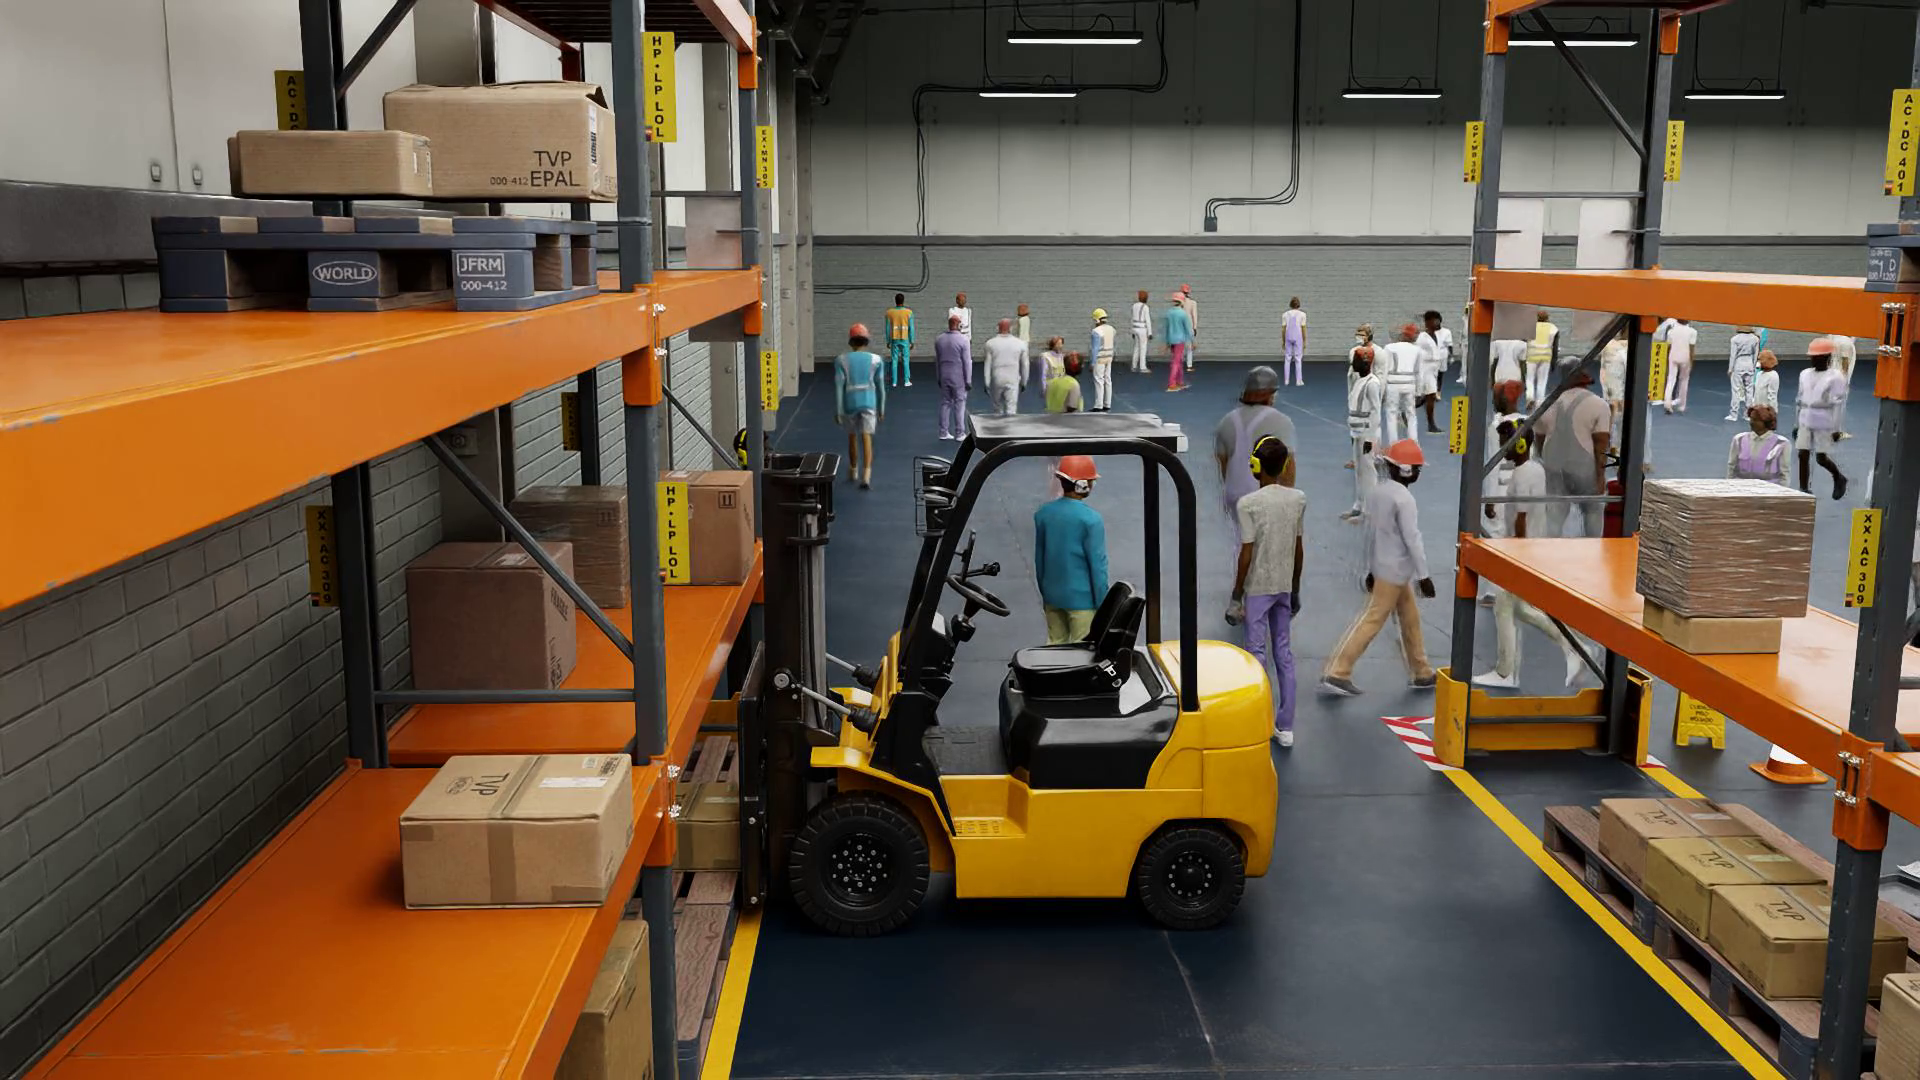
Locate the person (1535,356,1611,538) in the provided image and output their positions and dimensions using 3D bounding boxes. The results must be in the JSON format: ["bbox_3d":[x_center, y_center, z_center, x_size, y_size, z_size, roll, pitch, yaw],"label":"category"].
[{"bbox_3d":[5.508,-0.663,14.754,0.940,2.000,0.717,-9,14,-41],"label":"person"}]

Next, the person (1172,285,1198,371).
[{"bbox_3d":[5.207,-4.921,38.602,0.617,1.994,0.381,4,11,19],"label":"person"}]

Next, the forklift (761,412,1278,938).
[{"bbox_3d":[0.291,0.548,7.580,2.313,2.155,1.214,0,10,-2],"label":"forklift"}]

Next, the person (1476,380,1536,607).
[{"bbox_3d":[4.479,-0.377,13.630,0.597,1.874,0.362,-8,13,-36],"label":"person"}]

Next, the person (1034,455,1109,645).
[{"bbox_3d":[0.692,0.331,10.017,0.330,1.751,0.564,-9,13,-41],"label":"person"}]

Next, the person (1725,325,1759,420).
[{"bbox_3d":[13.115,-2.874,27.897,0.493,1.743,0.301,-1,10,-5],"label":"person"}]

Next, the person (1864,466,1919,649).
[{"bbox_3d":[6.184,0.101,10.866,0.620,1.909,0.464,6,12,30],"label":"person"}]

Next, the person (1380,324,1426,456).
[{"bbox_3d":[6.149,-2.059,23.053,0.652,1.861,0.405,-1,10,-4],"label":"person"}]

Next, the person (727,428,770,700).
[{"bbox_3d":[-1.264,0.233,10.240,0.329,1.873,0.512,4,11,22],"label":"person"}]

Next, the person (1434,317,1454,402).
[{"bbox_3d":[8.930,-3.390,31.061,0.583,1.620,0.887,2,10,10],"label":"person"}]

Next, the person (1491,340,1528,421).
[{"bbox_3d":[8.284,-2.414,25.084,0.533,1.830,0.456,7,12,35],"label":"person"}]

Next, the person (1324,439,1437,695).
[{"bbox_3d":[2.848,0.184,10.981,0.907,1.707,0.572,0,10,2],"label":"person"}]

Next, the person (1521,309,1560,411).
[{"bbox_3d":[10.184,-3.152,29.259,0.644,1.816,0.481,2,10,13],"label":"person"}]

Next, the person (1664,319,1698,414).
[{"bbox_3d":[12.513,-3.088,28.962,0.521,1.804,0.940,8,13,37],"label":"person"}]

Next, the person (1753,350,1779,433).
[{"bbox_3d":[10.229,-1.604,21.161,0.289,1.626,0.498,0,10,1],"label":"person"}]

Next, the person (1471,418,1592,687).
[{"bbox_3d":[3.823,0.108,11.044,0.695,1.840,0.595,5,11,27],"label":"person"}]

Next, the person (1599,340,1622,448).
[{"bbox_3d":[9.509,-2.296,24.191,0.388,1.924,0.549,5,11,26],"label":"person"}]

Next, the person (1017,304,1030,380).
[{"bbox_3d":[1.369,-4.287,36.072,0.276,1.630,0.507,4,11,20],"label":"person"}]

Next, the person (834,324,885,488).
[{"bbox_3d":[-1.224,-1.643,20.352,0.622,1.996,1.064,-1,10,-8],"label":"person"}]

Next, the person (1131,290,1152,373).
[{"bbox_3d":[4.145,-4.767,38.061,0.352,1.882,0.589,-5,11,-27],"label":"person"}]

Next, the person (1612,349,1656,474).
[{"bbox_3d":[8.745,-1.814,21.503,0.600,1.914,0.782,-1,10,-3],"label":"person"}]

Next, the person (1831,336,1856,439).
[{"bbox_3d":[13.437,-2.455,25.282,0.332,1.844,0.516,3,11,19],"label":"person"}]

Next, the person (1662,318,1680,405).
[{"bbox_3d":[13.146,-3.445,30.590,0.593,1.920,0.391,-9,13,-40],"label":"person"}]

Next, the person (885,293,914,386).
[{"bbox_3d":[-1.248,-4.148,34.508,0.591,1.919,0.392,1,10,5],"label":"person"}]

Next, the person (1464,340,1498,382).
[{"bbox_3d":[10.665,-3.850,33.704,0.746,1.615,0.520,10,14,44],"label":"person"}]

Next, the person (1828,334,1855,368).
[{"bbox_3d":[18.143,-4.025,34.260,0.523,1.765,0.316,1,10,7],"label":"person"}]

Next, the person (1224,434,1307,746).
[{"bbox_3d":[1.790,0.314,9.781,0.521,1.874,0.327,-6,12,-28],"label":"person"}]

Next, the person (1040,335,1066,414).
[{"bbox_3d":[1.342,-2.209,24.521,0.531,1.620,0.462,-8,13,-37],"label":"person"}]

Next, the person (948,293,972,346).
[{"bbox_3d":[0.004,-4.337,35.659,0.572,1.883,0.354,-7,12,-33],"label":"person"}]

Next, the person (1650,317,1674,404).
[{"bbox_3d":[12.832,-3.409,30.558,0.485,1.873,0.693,-3,10,-14],"label":"person"}]

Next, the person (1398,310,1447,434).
[{"bbox_3d":[7.264,-2.637,26.036,0.805,1.943,0.611,9,13,40],"label":"person"}]

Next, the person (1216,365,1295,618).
[{"bbox_3d":[2.385,-0.380,13.177,0.713,2.000,0.538,10,14,44],"label":"person"}]

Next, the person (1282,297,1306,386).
[{"bbox_3d":[6.952,-4.132,34.626,0.504,1.847,0.345,5,11,24],"label":"person"}]

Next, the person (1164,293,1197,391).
[{"bbox_3d":[4.479,-3.978,33.448,0.878,1.961,0.625,-6,12,-31],"label":"person"}]

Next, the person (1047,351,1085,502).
[{"bbox_3d":[1.160,-1.121,17.910,0.470,1.828,0.589,-4,11,-21],"label":"person"}]

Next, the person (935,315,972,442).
[{"bbox_3d":[-0.075,-2.431,25.009,0.646,1.899,0.399,8,13,38],"label":"person"}]

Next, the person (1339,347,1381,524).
[{"bbox_3d":[4.294,-1.113,17.702,0.354,1.881,0.576,0,10,-1],"label":"person"}]

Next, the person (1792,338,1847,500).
[{"bbox_3d":[9.746,-1.329,18.821,0.670,1.916,0.550,-5,11,-26],"label":"person"}]

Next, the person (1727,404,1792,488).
[{"bbox_3d":[6.729,-0.335,14.051,0.315,1.636,0.514,-9,14,-41],"label":"person"}]

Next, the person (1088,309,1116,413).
[{"bbox_3d":[2.457,-3.124,29.072,0.403,1.822,0.589,9,14,41],"label":"person"}]

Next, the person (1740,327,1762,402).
[{"bbox_3d":[14.790,-3.497,31.049,0.327,1.863,0.512,-1,10,-7],"label":"person"}]

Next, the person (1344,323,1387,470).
[{"bbox_3d":[5.307,-1.864,21.773,0.380,1.931,0.625,-6,12,-30],"label":"person"}]

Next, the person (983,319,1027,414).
[{"bbox_3d":[0.676,-2.356,24.724,0.663,1.857,1.009,-1,10,-3],"label":"person"}]
